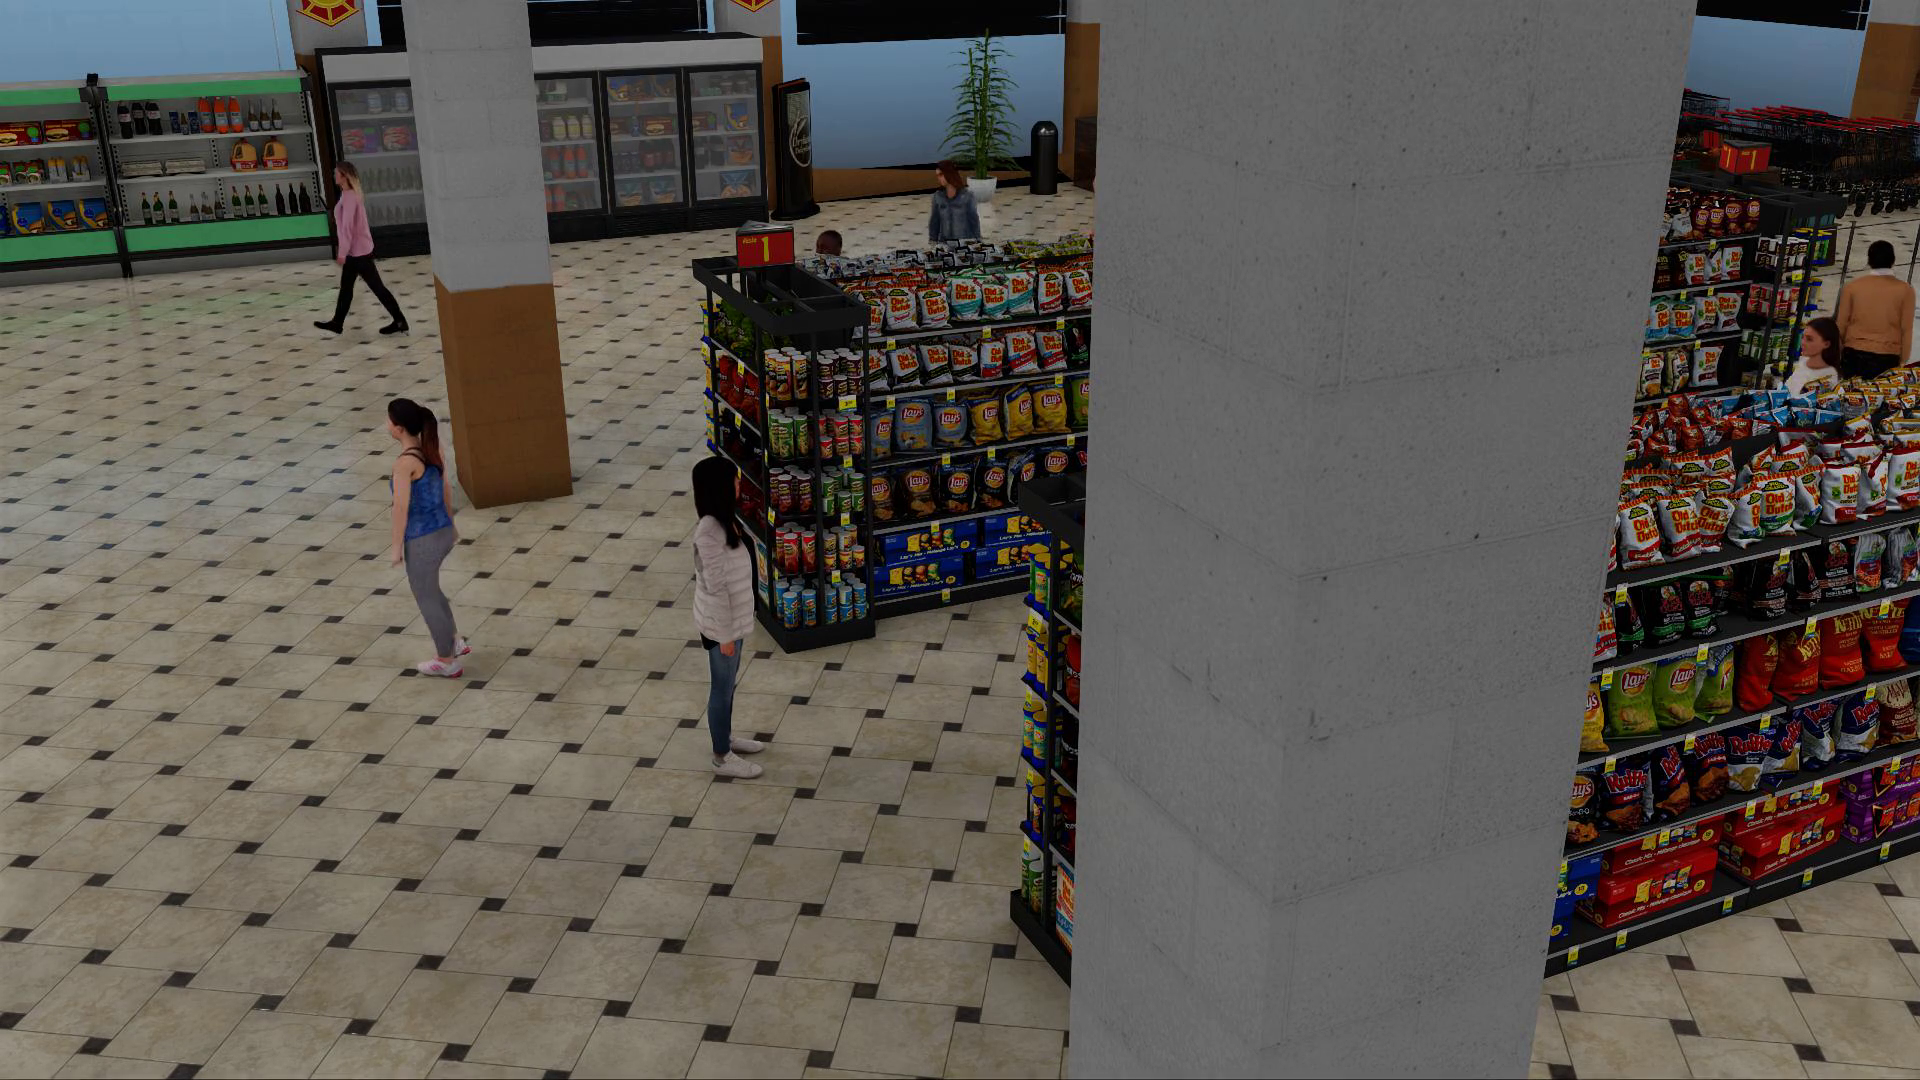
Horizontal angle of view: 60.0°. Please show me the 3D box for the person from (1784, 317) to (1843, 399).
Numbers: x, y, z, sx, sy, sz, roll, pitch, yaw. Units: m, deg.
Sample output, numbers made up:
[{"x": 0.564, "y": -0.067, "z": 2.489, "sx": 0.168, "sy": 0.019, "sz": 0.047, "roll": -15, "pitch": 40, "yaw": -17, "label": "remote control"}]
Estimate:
[{"x": 5.312, "y": -0.563, "z": 10.388, "sx": 0.995, "sy": 1.668, "sz": 0.825, "roll": -1, "pitch": 22, "yaw": -2, "label": "person"}]

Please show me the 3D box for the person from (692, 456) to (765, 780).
[{"x": -1.154, "y": 0.366, "z": 8.117, "sx": 0.672, "sy": 1.638, "sz": 0.693, "roll": -1, "pitch": 22, "yaw": -3, "label": "person"}]

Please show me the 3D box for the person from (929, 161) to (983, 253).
[{"x": 0.023, "y": -2.804, "z": 15.963, "sx": 0.782, "sy": 1.669, "sz": 0.835, "roll": 5, "pitch": 22, "yaw": 12, "label": "person"}]

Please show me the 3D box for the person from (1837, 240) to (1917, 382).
[{"x": 6.574, "y": -1.269, "z": 12.064, "sx": 1.111, "sy": 1.728, "sz": 0.884, "roll": -19, "pitch": 29, "yaw": -39, "label": "person"}]

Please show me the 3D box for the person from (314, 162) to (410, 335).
[{"x": -5.629, "y": -2.731, "z": 15.822, "sx": 1.128, "sy": 1.640, "sz": 0.740, "roll": -7, "pitch": 23, "yaw": -16, "label": "person"}]

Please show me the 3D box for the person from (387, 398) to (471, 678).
[{"x": -2.830, "y": 0.011, "z": 9.053, "sx": 0.741, "sy": 1.598, "sz": 0.688, "roll": 6, "pitch": 23, "yaw": 15, "label": "person"}]
